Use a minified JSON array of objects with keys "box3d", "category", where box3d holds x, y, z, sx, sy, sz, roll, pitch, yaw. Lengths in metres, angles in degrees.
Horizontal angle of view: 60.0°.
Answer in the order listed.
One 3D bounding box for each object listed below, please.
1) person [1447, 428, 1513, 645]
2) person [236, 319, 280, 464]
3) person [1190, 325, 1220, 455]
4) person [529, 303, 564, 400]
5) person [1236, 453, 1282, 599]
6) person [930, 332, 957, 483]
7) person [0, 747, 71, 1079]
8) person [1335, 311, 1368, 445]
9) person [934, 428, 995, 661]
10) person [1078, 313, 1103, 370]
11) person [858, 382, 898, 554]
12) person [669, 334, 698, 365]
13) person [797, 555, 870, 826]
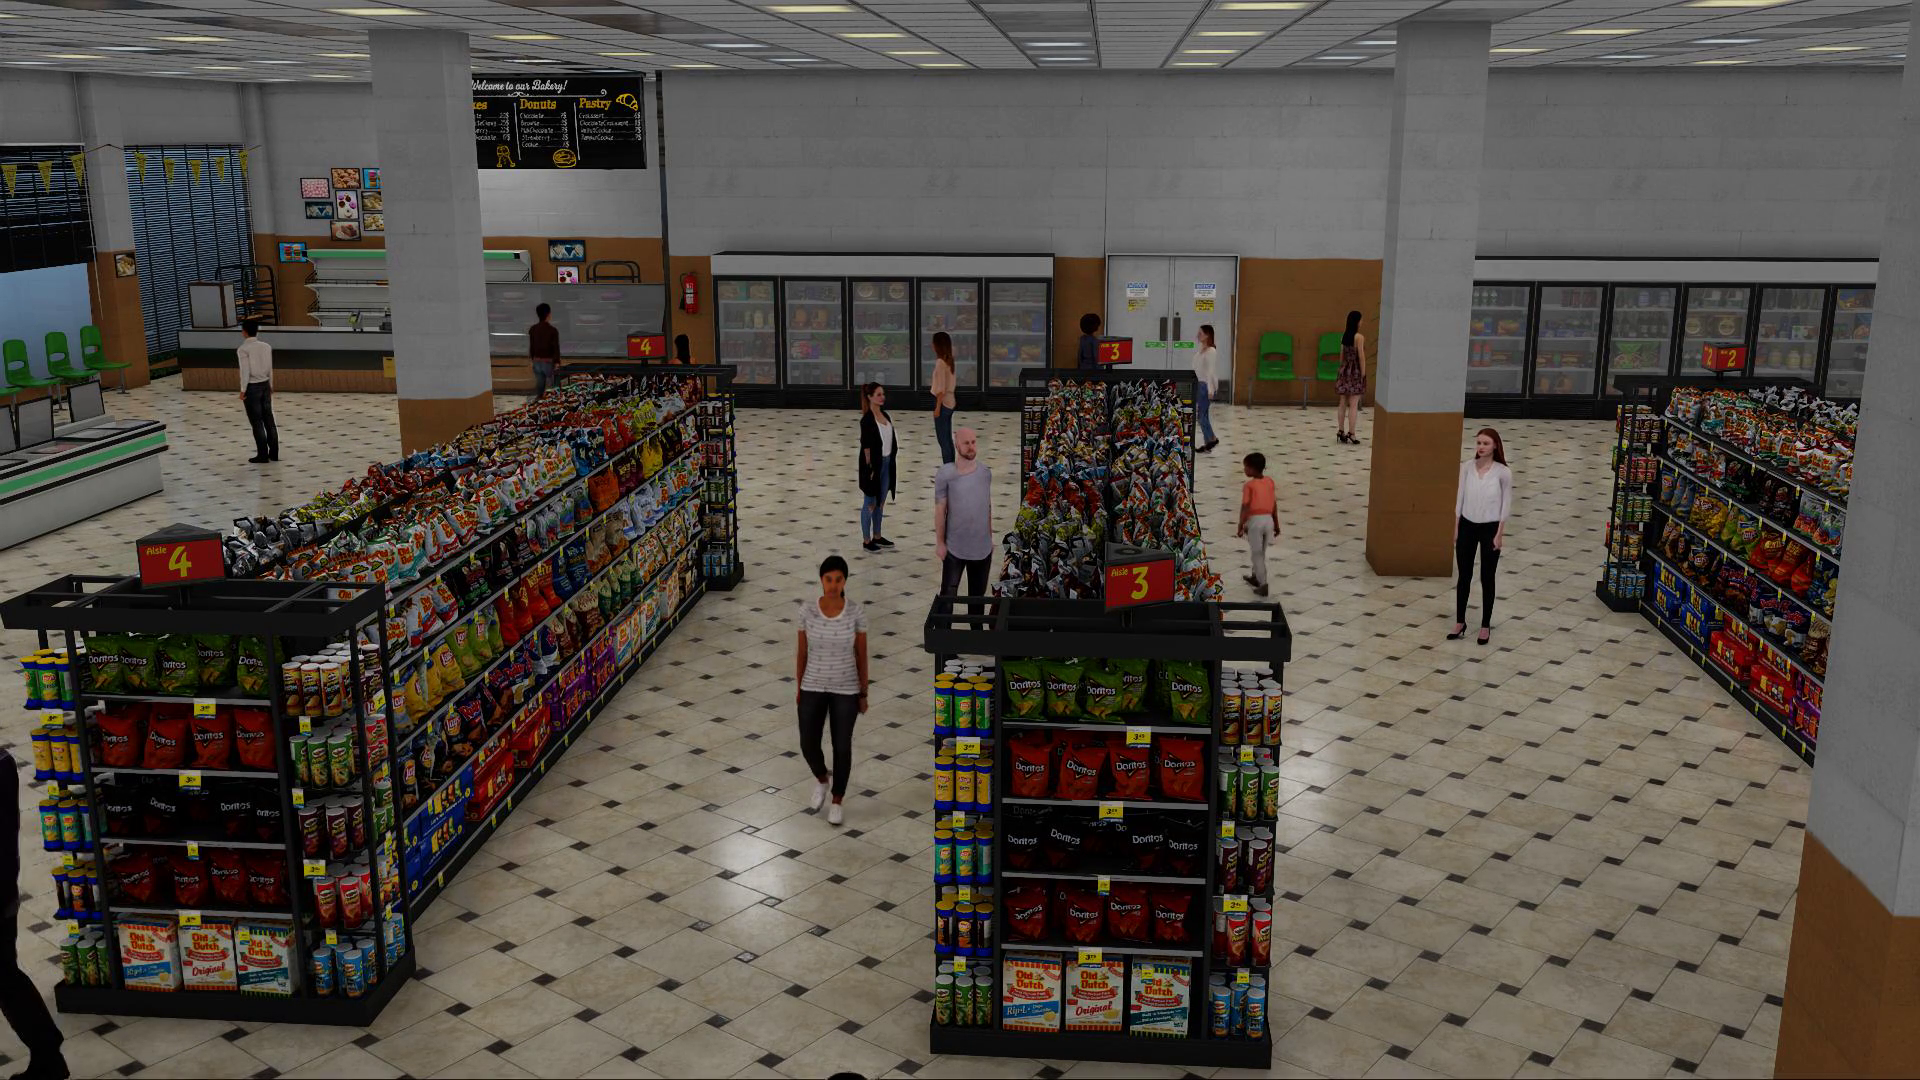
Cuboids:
[{"box3d":[4.212,-0.039,13.473,0.667,1.760,0.676,10,17,36],"category":"person"},{"box3d":[-8.860,-1.882,20.967,0.790,1.809,0.602,6,15,24],"category":"person"},{"box3d":[3.231,-1.920,21.396,0.739,1.680,0.600,-2,14,-7],"category":"person"},{"box3d":[-5.809,-2.383,23.132,0.710,1.761,0.825,2,14,10],"category":"person"},{"box3d":[2.693,-0.114,14.791,0.695,1.284,0.829,-5,14,-18],"category":"person"},{"box3d":[-0.188,-1.578,19.753,0.692,1.790,0.517,4,14,15],"category":"person"},{"box3d":[-4.061,1.502,6.974,0.820,1.827,0.823,2,14,9],"category":"person"},{"box3d":[5.249,-2.182,22.278,0.860,1.774,0.784,-7,16,-28],"category":"person"},{"box3d":[0.050,0.021,13.058,0.763,1.838,0.788,-8,16,-30],"category":"person"},{"box3d":[1.759,-2.217,22.557,0.732,1.710,0.635,-8,16,-30],"category":"person"},{"box3d":[-0.843,-0.729,16.479,0.770,1.684,0.644,8,16,30],"category":"person"},{"box3d":[-3.443,-1.750,20.734,0.720,1.662,0.635,13,18,42],"category":"person"},{"box3d":[-0.765,0.876,9.966,0.597,1.634,0.599,1,14,2],"category":"person"}]
